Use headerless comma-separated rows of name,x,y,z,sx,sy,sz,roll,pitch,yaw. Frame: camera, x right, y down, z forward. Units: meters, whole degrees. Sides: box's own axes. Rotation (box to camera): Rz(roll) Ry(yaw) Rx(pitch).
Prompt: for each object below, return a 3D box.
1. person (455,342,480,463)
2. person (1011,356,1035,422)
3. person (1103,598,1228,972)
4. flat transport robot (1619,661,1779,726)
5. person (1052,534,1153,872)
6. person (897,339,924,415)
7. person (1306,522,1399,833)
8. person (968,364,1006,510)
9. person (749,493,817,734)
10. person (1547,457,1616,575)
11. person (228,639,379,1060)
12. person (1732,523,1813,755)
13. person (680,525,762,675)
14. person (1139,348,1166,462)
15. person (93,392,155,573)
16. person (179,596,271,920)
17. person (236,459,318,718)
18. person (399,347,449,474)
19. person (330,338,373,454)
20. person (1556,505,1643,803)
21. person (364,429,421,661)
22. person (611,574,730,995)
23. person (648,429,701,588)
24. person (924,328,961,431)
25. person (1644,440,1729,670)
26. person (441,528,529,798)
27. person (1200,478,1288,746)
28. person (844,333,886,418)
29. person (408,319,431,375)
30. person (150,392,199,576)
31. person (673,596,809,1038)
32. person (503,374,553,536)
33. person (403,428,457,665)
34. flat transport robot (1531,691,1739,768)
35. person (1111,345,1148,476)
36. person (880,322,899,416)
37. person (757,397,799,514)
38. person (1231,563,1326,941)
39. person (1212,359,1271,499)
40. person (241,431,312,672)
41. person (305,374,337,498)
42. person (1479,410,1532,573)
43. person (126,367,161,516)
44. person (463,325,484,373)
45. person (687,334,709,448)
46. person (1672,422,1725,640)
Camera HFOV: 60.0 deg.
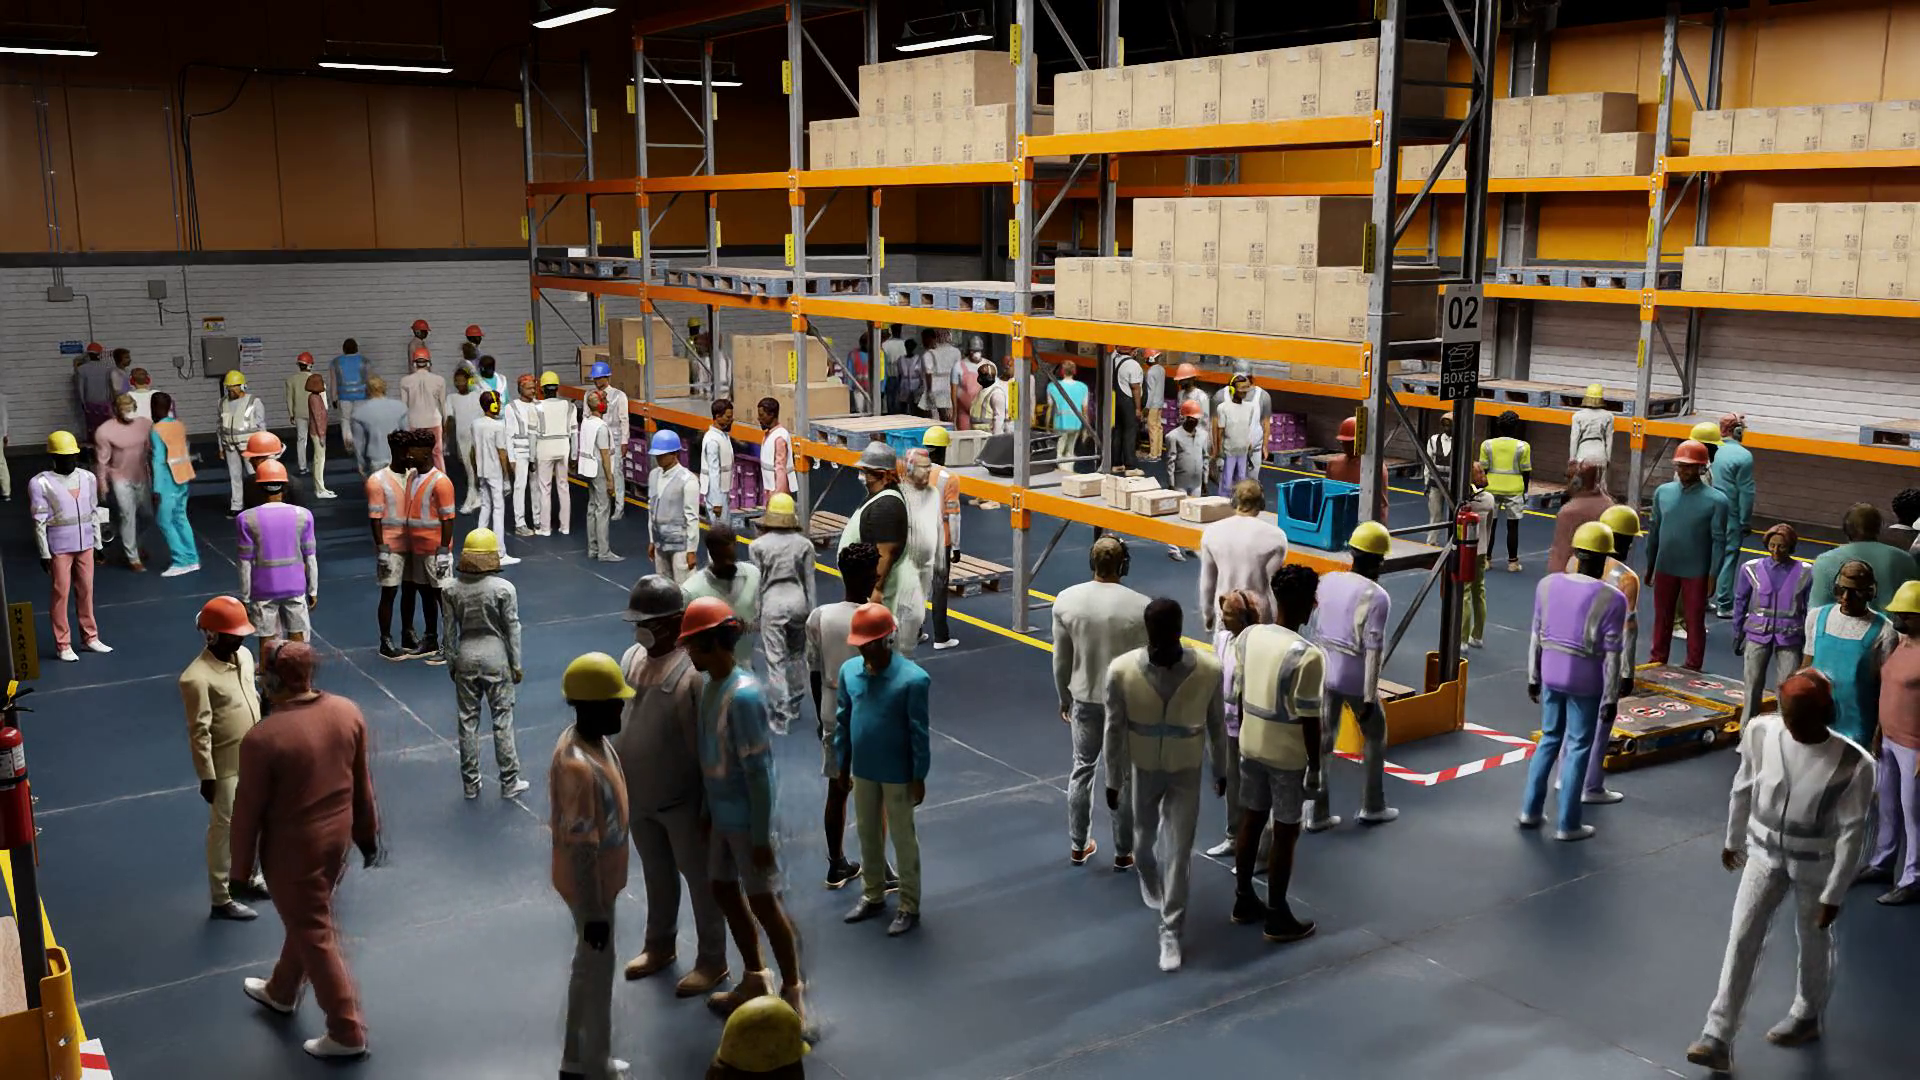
person,-7.389,-2.056,24.982,0.447,1.820,0.517,-6,13,-29
person,0.825,-1.845,24.030,0.522,1.758,0.350,0,11,1
person,1.053,1.139,8.523,0.627,1.860,0.982,2,11,8
flat transport robot,5.507,1.157,12.472,0.652,0.197,1.431,-6,13,-29
person,0.831,0.918,9.414,0.633,1.939,0.368,5,12,25
person,-0.800,-2.556,27.931,0.526,1.654,0.827,2,11,12
person,2.409,0.820,10.050,0.794,1.891,0.610,-8,14,-37
person,0.334,-1.313,21.085,0.429,1.844,0.624,-5,12,-23
person,-1.274,0.529,12.062,0.491,1.687,0.631,-4,12,-18
person,4.658,0.319,12.599,0.643,1.893,0.424,-10,15,-42
person,-2.995,1.350,7.414,0.908,1.859,0.671,5,12,23
person,5.562,0.690,11.377,0.524,1.631,0.313,6,13,29
person,-1.447,0.803,10.206,0.609,1.854,0.824,-9,14,-38
person,2.896,-2.050,25.091,0.335,1.747,0.562,5,12,25
person,-8.709,-0.616,17.362,0.692,1.906,0.659,9,14,37
person,-3.837,1.142,8.789,0.351,1.738,0.573,1,11,6
person,-5.045,0.361,12.311,0.549,1.925,0.384,-8,13,-34
person,-7.027,-1.533,21.850,0.620,1.985,0.408,-3,11,-16
person,-9.378,-2.209,25.714,0.641,1.823,0.598,-3,11,-13
person,4.048,0.723,10.494,0.399,1.913,0.592,-4,12,-20
person,-4.666,0.037,13.921,0.416,1.949,0.601,6,13,28
person,-1.423,1.150,7.968,0.681,2.000,0.535,8,14,35
person,-2.413,0.030,13.968,0.606,1.939,0.418,10,15,42
person,-0.258,-2.449,26.730,0.646,1.907,0.401,3,11,14
person,5.585,0.215,12.862,0.375,1.997,0.612,-9,14,-40
person,-3.030,0.786,10.612,0.490,1.735,0.331,1,11,3
person,1.966,0.528,11.483,0.642,1.922,0.444,7,13,33
person,-1.550,-2.406,26.770,0.637,1.800,0.891,2,11,8
person,-8.967,-2.676,27.699,0.406,1.986,0.612,0,11,1
person,-8.137,-0.579,17.196,0.396,1.898,0.654,0,11,-2
person,-0.978,1.260,7.558,0.454,1.984,0.799,-6,13,-29
person,-5.018,-0.990,19.337,0.351,1.880,0.576,9,14,39
person,-4.409,0.049,13.791,0.607,1.966,0.367,10,15,41
flat transport robot,4.775,1.311,11.683,1.431,0.197,0.652,-6,13,-29
person,2.428,-1.953,23.849,0.535,2.000,0.681,-5,12,-26
person,-1.325,-3.114,30.350,0.403,1.824,0.593,-10,15,-43
person,-1.832,-0.480,16.657,0.398,1.909,0.599,-3,12,-17
person,1.645,1.080,8.556,0.376,1.959,0.609,-7,13,-30
person,3.307,-1.125,19.610,0.688,2.000,0.536,2,11,11
person,-5.525,0.106,13.433,0.612,1.991,0.392,4,12,21
person,-8.436,-1.373,21.918,0.284,1.636,0.500,-5,12,-25
person,5.655,-0.499,17.288,0.533,1.697,0.319,6,13,29
person,-10.040,-1.206,20.531,0.572,1.840,0.373,-9,14,-39
person,-7.851,-2.513,26.977,0.355,1.938,0.545,-4,12,-20
person,-4.094,-2.392,26.645,0.576,1.823,0.444,4,12,21
person,6.435,-0.082,14.590,0.396,1.919,0.587,10,15,41
